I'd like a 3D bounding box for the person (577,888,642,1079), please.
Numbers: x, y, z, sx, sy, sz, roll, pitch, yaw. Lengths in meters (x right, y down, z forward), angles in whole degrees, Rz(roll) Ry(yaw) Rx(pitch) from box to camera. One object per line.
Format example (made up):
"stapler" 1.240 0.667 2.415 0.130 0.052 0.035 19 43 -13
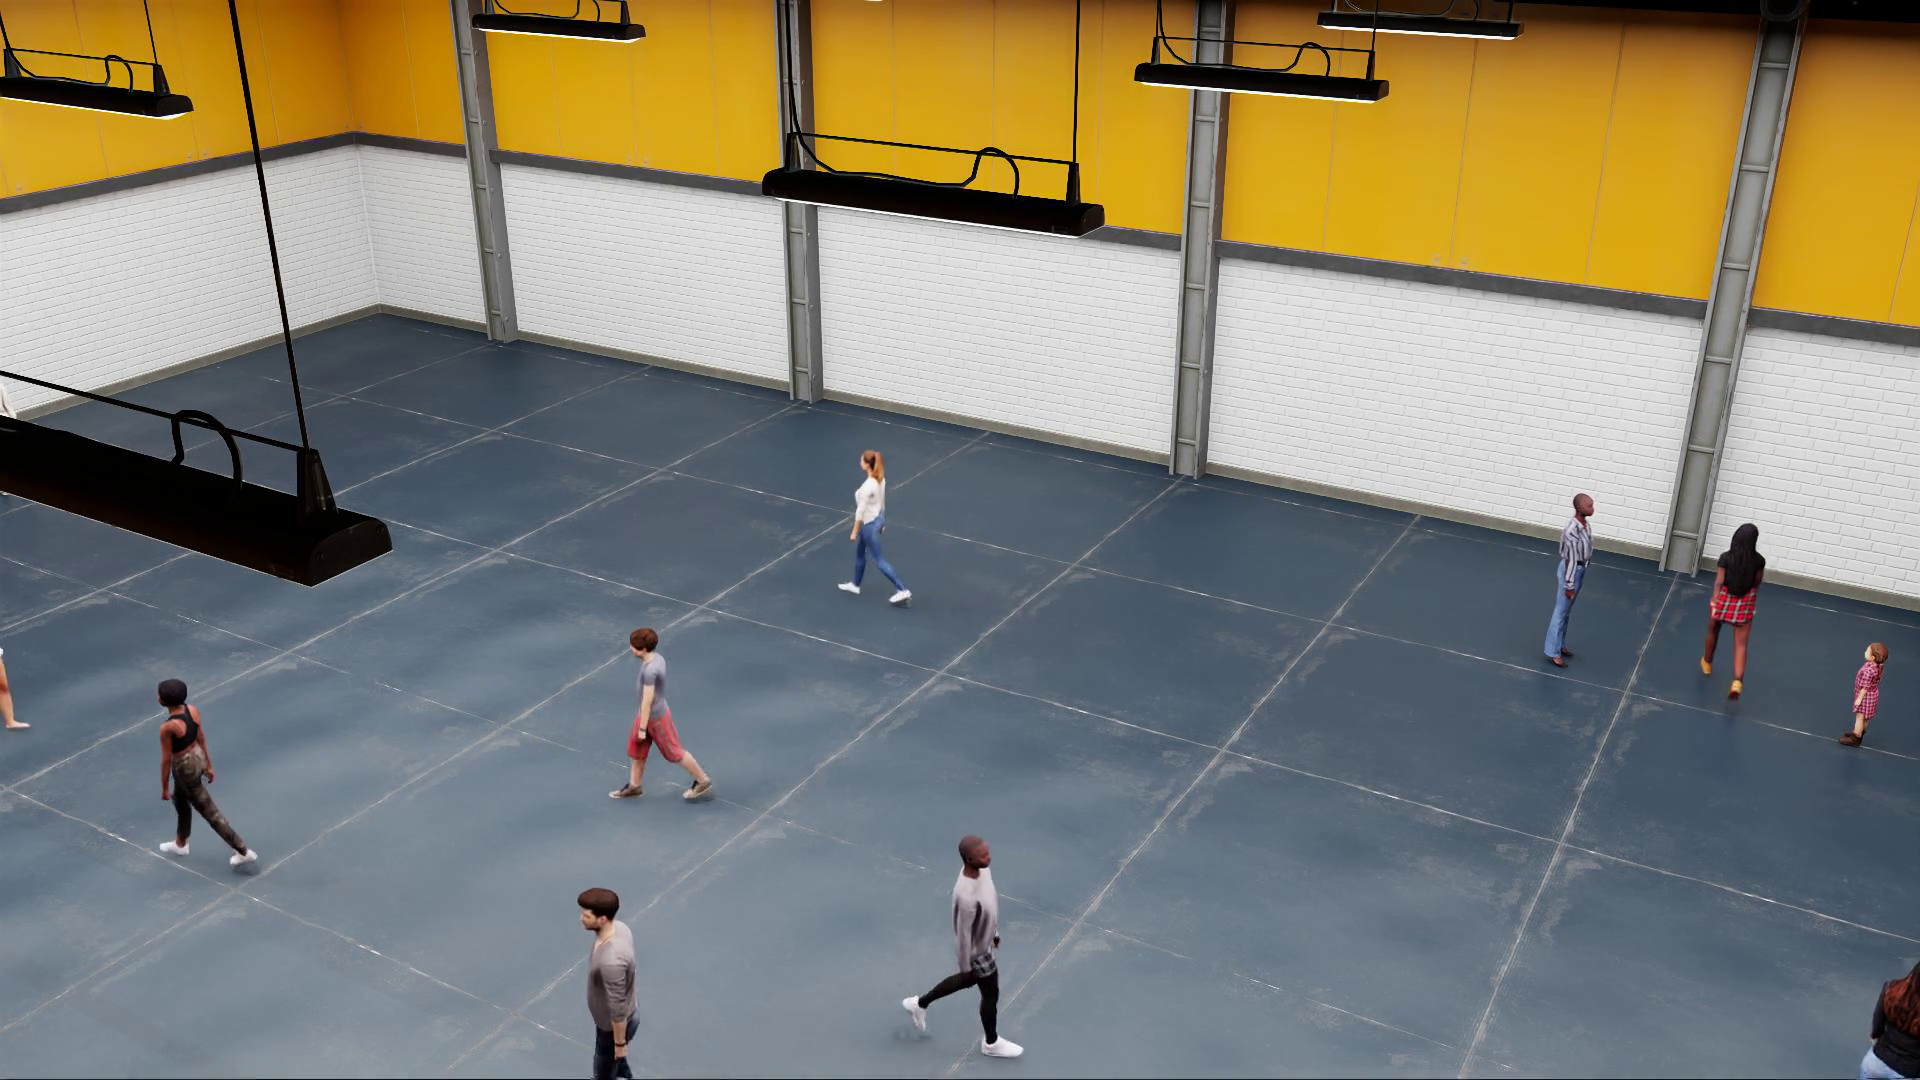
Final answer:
"person" -2.075 2.984 10.408 0.971 1.890 0.908 -5 24 -12

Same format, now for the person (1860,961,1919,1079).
"person" 5.674 3.257 10.146 0.999 1.599 1.119 -15 28 -31

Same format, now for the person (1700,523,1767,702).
"person" 7.411 0.707 15.870 1.220 1.686 0.902 5 24 12

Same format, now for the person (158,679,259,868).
"person" -6.033 1.891 13.196 1.221 1.659 0.817 6 24 13

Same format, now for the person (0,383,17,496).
"person" -11.952 -1.388 20.657 0.703 1.691 0.723 -11 26 -24

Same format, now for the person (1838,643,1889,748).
"person" 8.239 1.398 15.118 0.475 1.022 0.495 -21 31 -40

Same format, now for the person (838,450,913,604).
"person" -0.863 -0.104 17.725 1.167 1.687 0.789 7 25 16

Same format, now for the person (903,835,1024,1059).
"person" 0.016 2.718 11.190 1.163 1.751 0.872 4 24 10

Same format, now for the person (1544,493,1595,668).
"person" 6.054 0.374 16.496 0.522 1.796 0.623 14 27 30

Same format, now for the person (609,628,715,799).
"person" -2.495 1.514 14.111 1.176 1.617 1.057 -4 24 -9
